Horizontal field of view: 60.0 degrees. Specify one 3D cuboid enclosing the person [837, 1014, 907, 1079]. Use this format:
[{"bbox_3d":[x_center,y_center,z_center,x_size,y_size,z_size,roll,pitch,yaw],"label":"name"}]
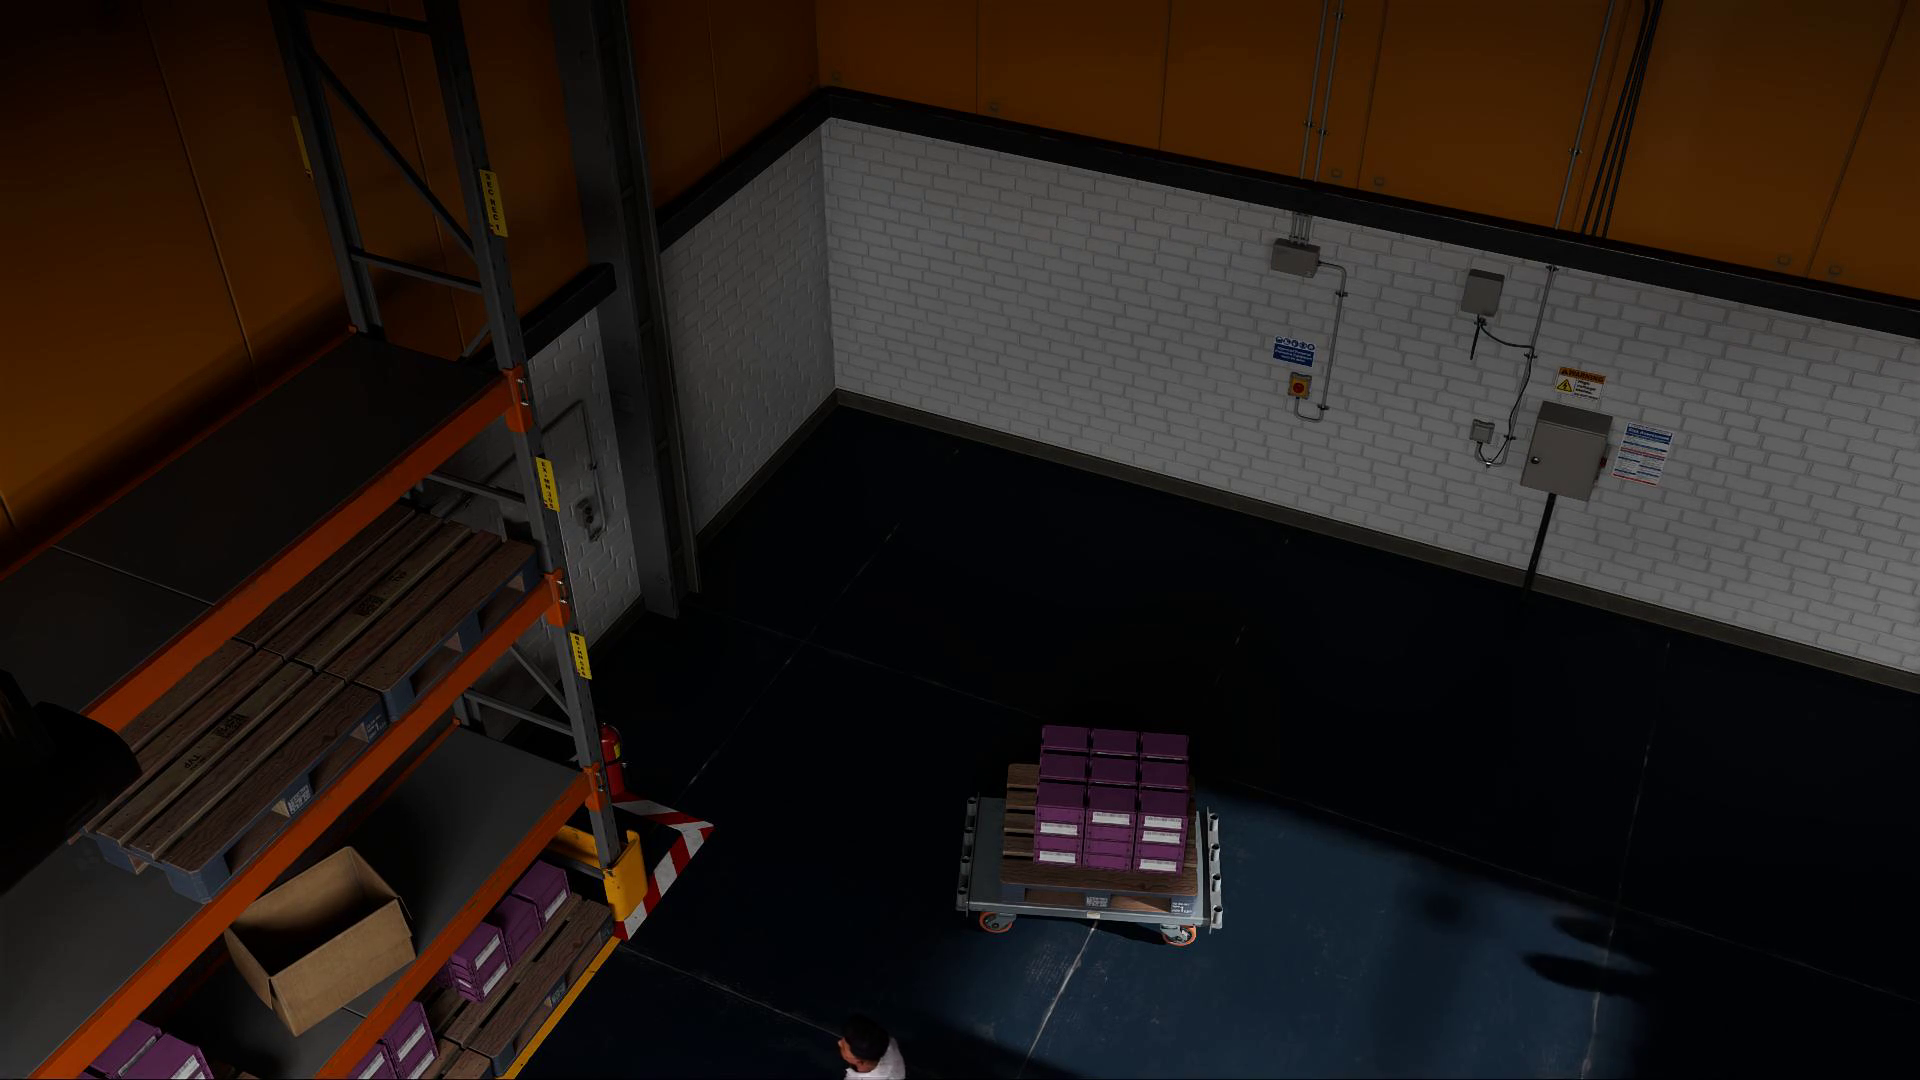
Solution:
[{"bbox_3d":[-0.357,3.055,8.448,0.716,1.771,1.077,16,41,19],"label":"person"}]
